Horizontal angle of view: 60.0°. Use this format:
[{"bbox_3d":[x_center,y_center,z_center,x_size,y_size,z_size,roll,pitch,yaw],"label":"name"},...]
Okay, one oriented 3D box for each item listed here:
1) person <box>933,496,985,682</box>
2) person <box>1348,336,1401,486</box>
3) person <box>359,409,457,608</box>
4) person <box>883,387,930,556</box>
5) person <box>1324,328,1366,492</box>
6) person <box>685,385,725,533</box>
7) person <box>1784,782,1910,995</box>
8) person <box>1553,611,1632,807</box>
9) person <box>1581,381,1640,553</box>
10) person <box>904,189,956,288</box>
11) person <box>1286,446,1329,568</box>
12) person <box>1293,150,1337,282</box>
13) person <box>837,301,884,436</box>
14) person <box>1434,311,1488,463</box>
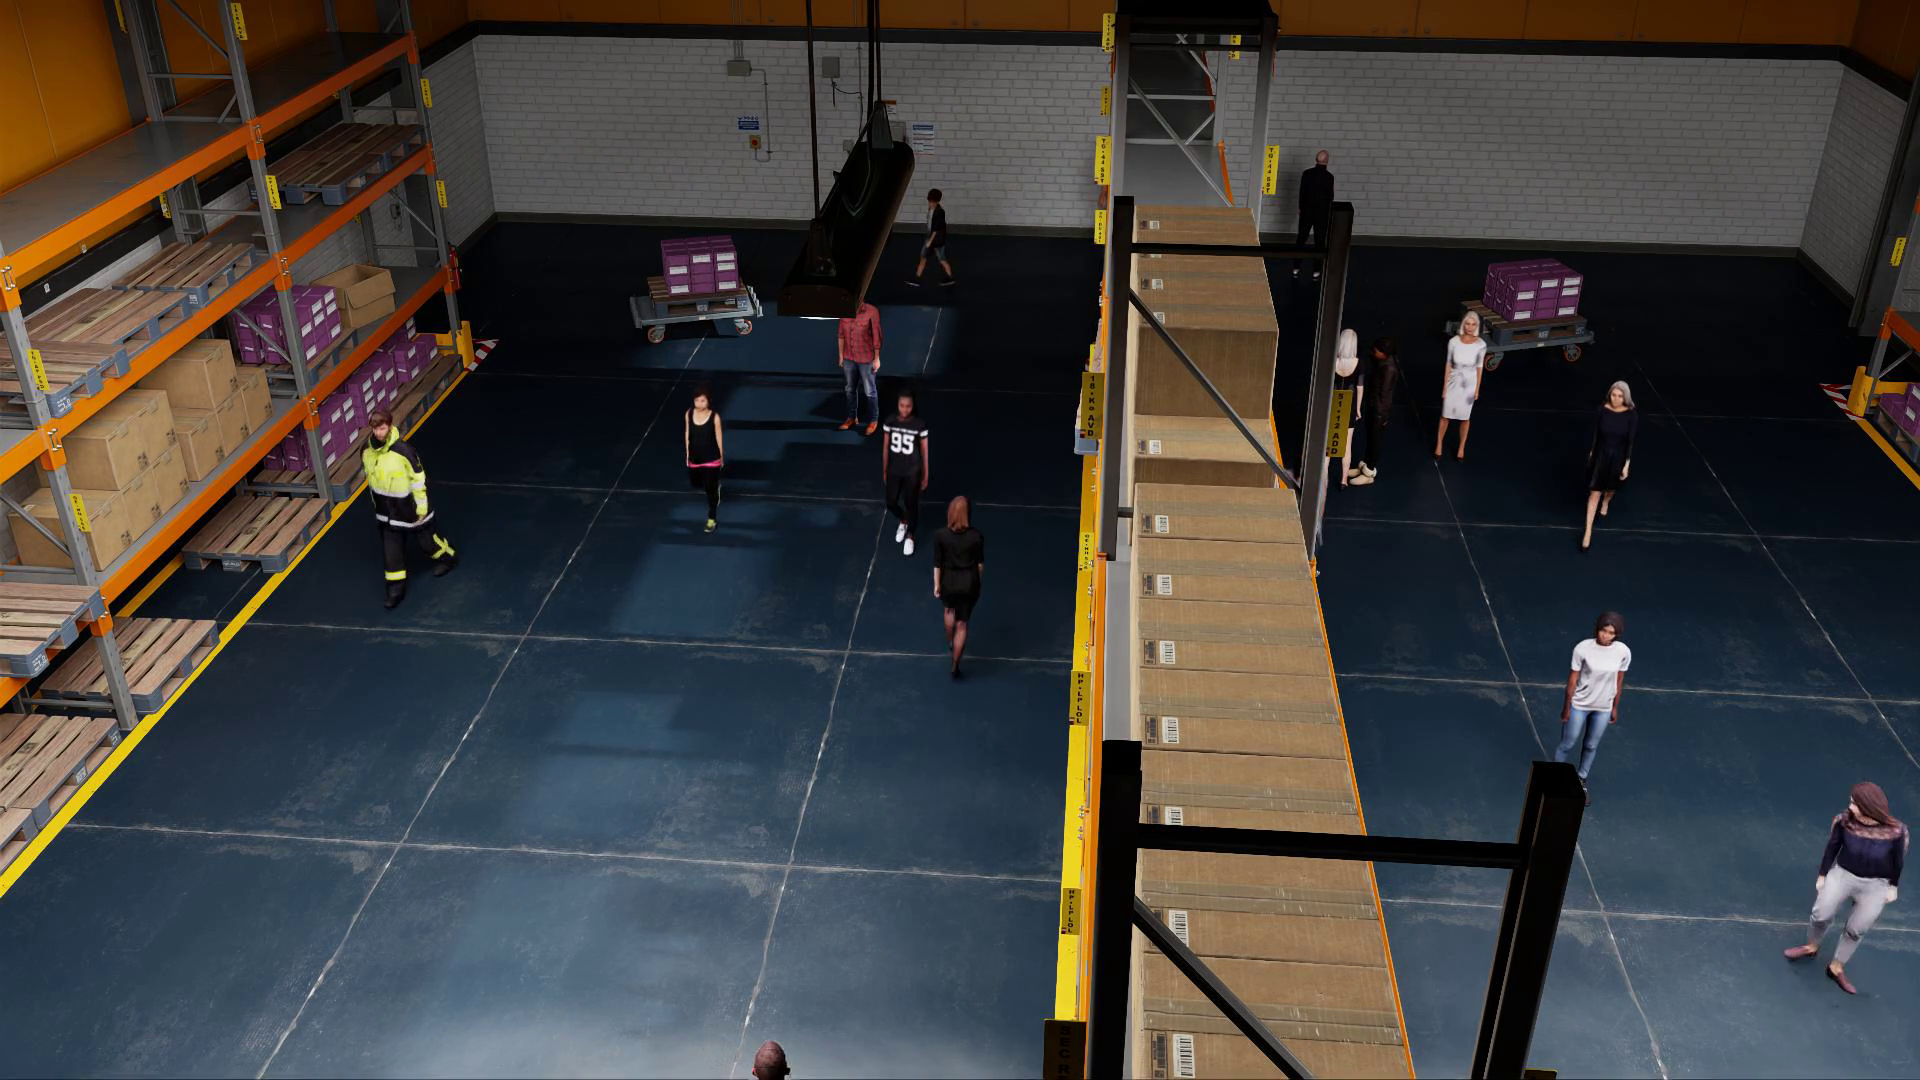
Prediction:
[{"bbox_3d":[-0.016,0.456,14.339,0.615,1.684,0.820,3,29,6],"label":"person"},{"bbox_3d":[4.477,-1.396,17.758,0.664,1.662,0.610,15,32,26],"label":"person"},{"bbox_3d":[-5.190,-0.400,15.646,0.906,1.934,1.292,8,30,14],"label":"person"},{"bbox_3d":[-0.523,-0.704,16.427,0.657,1.719,0.696,6,29,11],"label":"person"},{"bbox_3d":[4.002,-1.368,17.530,0.601,1.829,0.526,5,29,9],"label":"person"},{"bbox_3d":[-2.576,-0.879,16.940,0.648,1.536,0.883,8,30,14],"label":"person"},{"bbox_3d":[5.982,2.315,11.030,0.750,1.589,0.708,8,30,15],"label":"person"},{"bbox_3d":[4.839,1.281,12.786,0.574,1.721,0.505,2,29,3],"label":"person"},{"bbox_3d":[6.492,-0.784,16.595,0.851,1.700,1.227,12,31,21],"label":"person"},{"bbox_3d":[-0.281,-4.165,23.100,0.931,1.406,0.963,-14,31,-23],"label":"person"},{"bbox_3d":[3.190,-0.210,15.669,0.627,1.580,0.835,2,29,3],"label":"person"},{"bbox_3d":[4.981,-4.569,23.390,0.742,1.837,0.713,14,31,23],"label":"person"},{"bbox_3d":[-1.135,-2.093,18.859,0.757,1.829,0.680,12,31,21],"label":"person"},{"bbox_3d":[5.477,-1.689,18.205,0.600,1.748,0.566,8,30,14],"label":"person"}]
